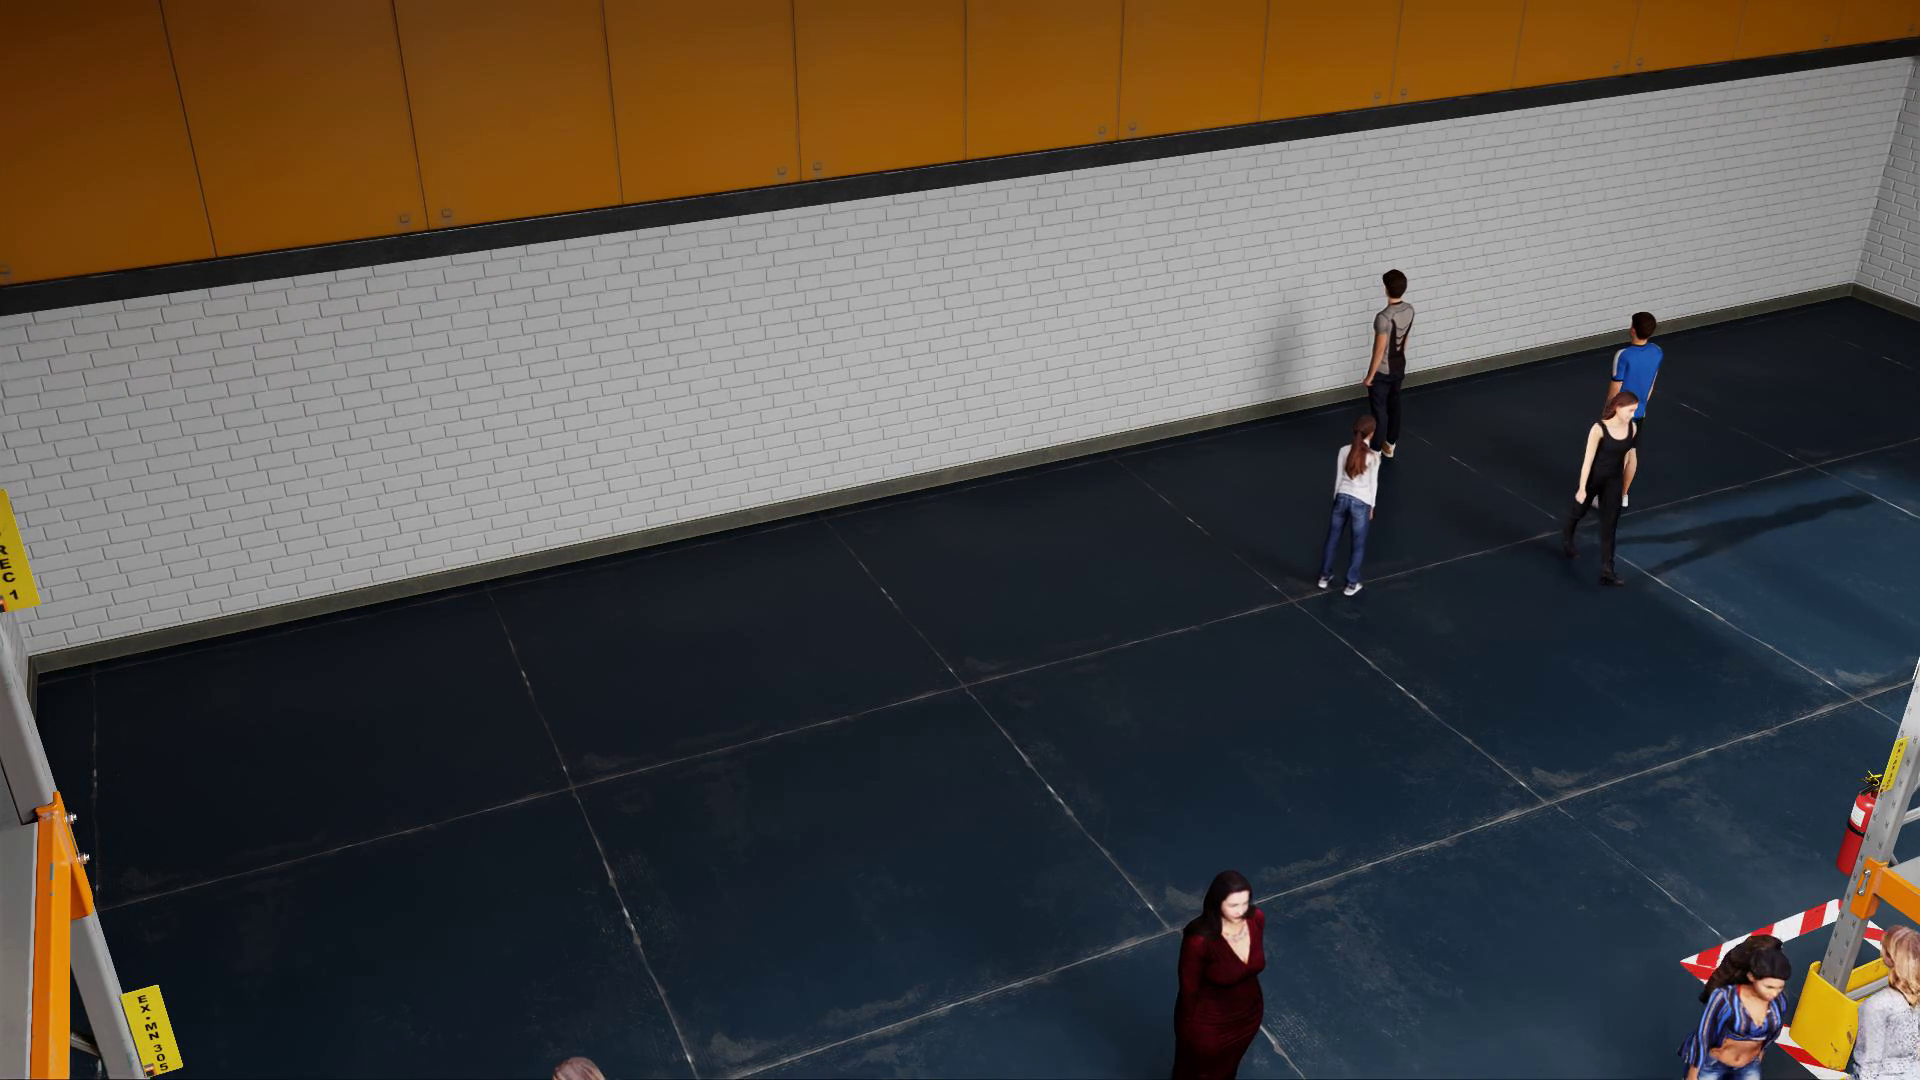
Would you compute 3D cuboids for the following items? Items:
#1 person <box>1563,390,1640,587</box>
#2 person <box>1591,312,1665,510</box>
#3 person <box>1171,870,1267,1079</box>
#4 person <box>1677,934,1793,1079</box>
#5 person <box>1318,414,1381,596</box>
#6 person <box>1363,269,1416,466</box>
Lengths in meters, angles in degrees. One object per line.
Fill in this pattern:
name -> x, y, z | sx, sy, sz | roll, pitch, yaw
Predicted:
person -> 5.283, -0.489, 13.868 | 0.830, 1.629, 1.218 | -4, 29, -8
person -> 5.948, -1.159, 14.848 | 0.648, 1.866, 0.571 | -11, 31, -20
person -> 1.306, 2.376, 8.482 | 0.696, 1.756, 0.654 | -17, 33, -29
person -> 3.793, 2.559, 8.302 | 0.768, 1.607, 0.786 | 3, 29, 5
person -> 3.191, -0.293, 13.592 | 0.599, 1.548, 0.684 | 17, 33, 29
person -> 4.038, -1.627, 15.680 | 0.700, 1.891, 0.638 | -20, 35, -32
